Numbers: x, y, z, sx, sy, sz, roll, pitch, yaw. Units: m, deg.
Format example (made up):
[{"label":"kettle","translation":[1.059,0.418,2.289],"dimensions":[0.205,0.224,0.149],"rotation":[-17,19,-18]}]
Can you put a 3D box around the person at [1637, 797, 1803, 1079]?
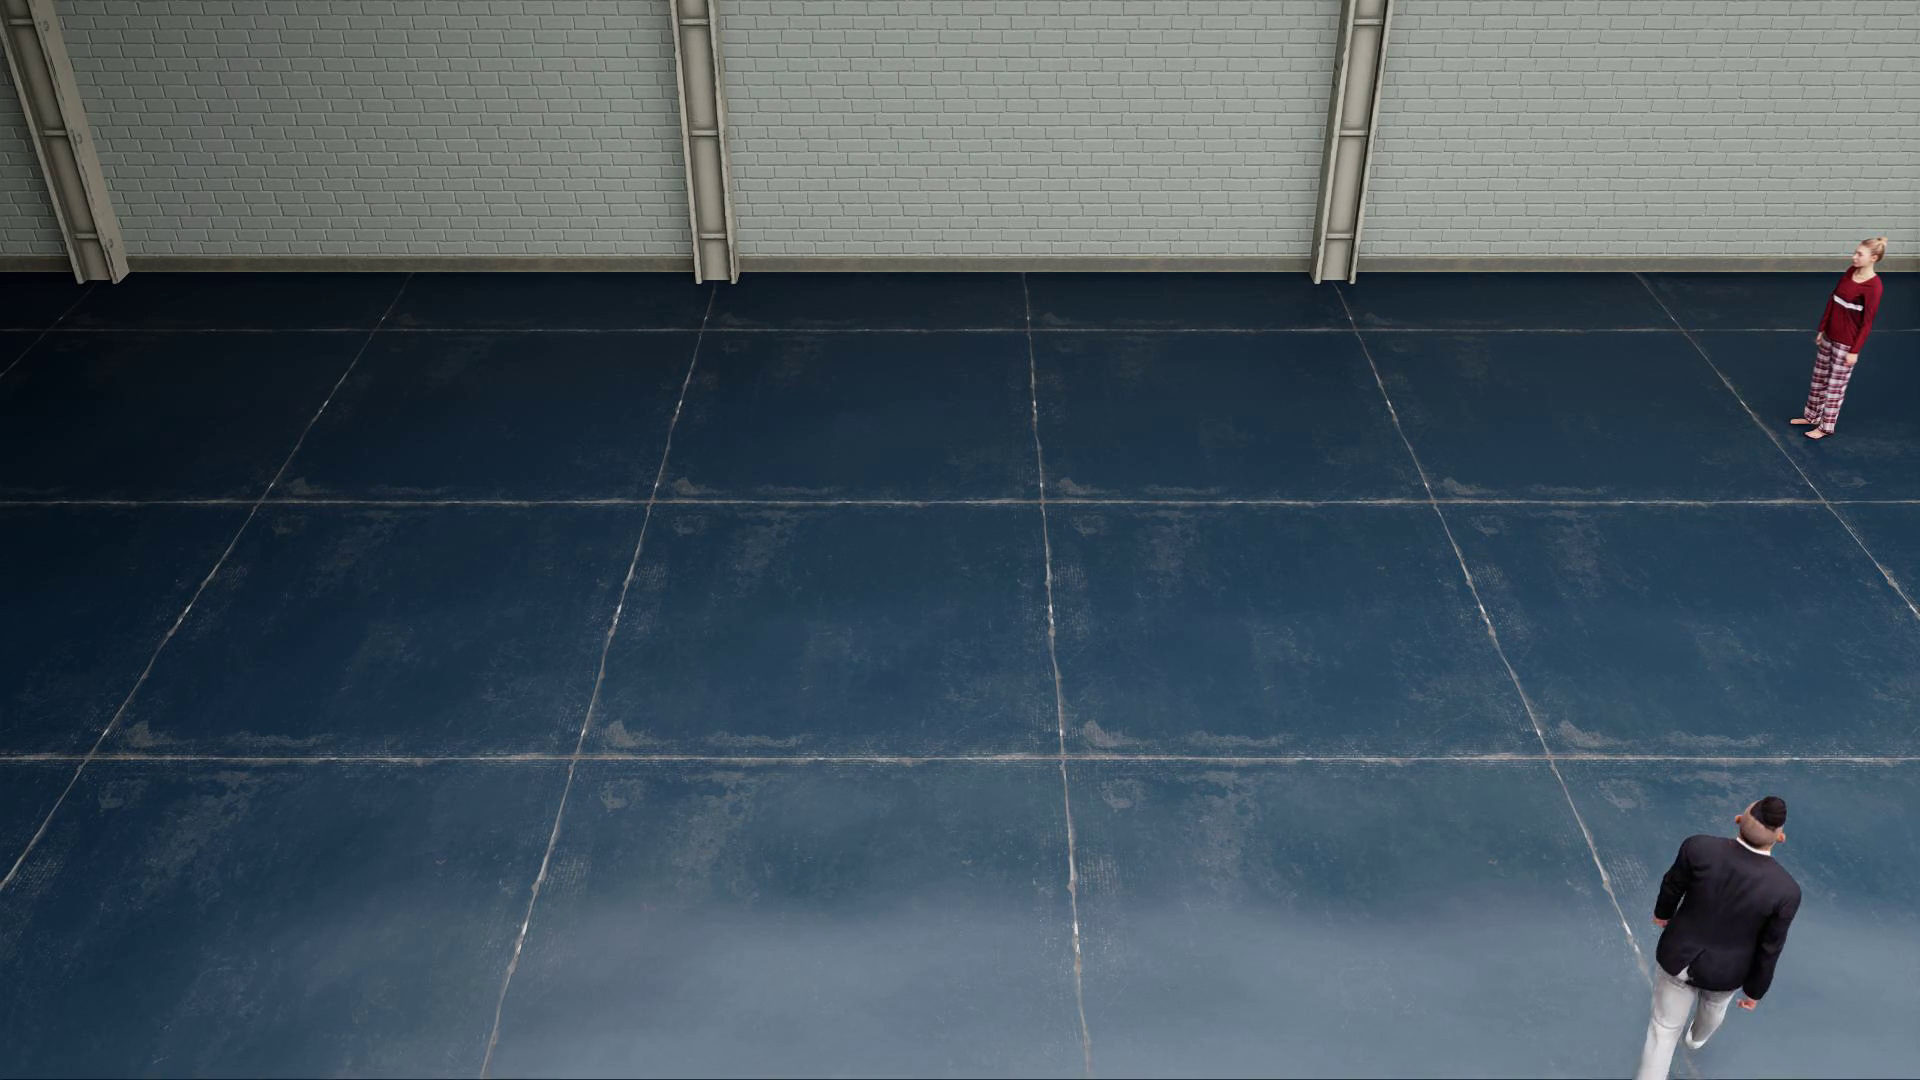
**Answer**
[{"label":"person","translation":[3.361,1.946,7.556],"dimensions":[1.274,1.897,1.230],"rotation":[21,38,29]}]

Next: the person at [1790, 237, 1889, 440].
[{"label":"person","translation":[7.012,-1.610,13.207],"dimensions":[0.541,1.697,0.641],"rotation":[-5,33,-8]}]
